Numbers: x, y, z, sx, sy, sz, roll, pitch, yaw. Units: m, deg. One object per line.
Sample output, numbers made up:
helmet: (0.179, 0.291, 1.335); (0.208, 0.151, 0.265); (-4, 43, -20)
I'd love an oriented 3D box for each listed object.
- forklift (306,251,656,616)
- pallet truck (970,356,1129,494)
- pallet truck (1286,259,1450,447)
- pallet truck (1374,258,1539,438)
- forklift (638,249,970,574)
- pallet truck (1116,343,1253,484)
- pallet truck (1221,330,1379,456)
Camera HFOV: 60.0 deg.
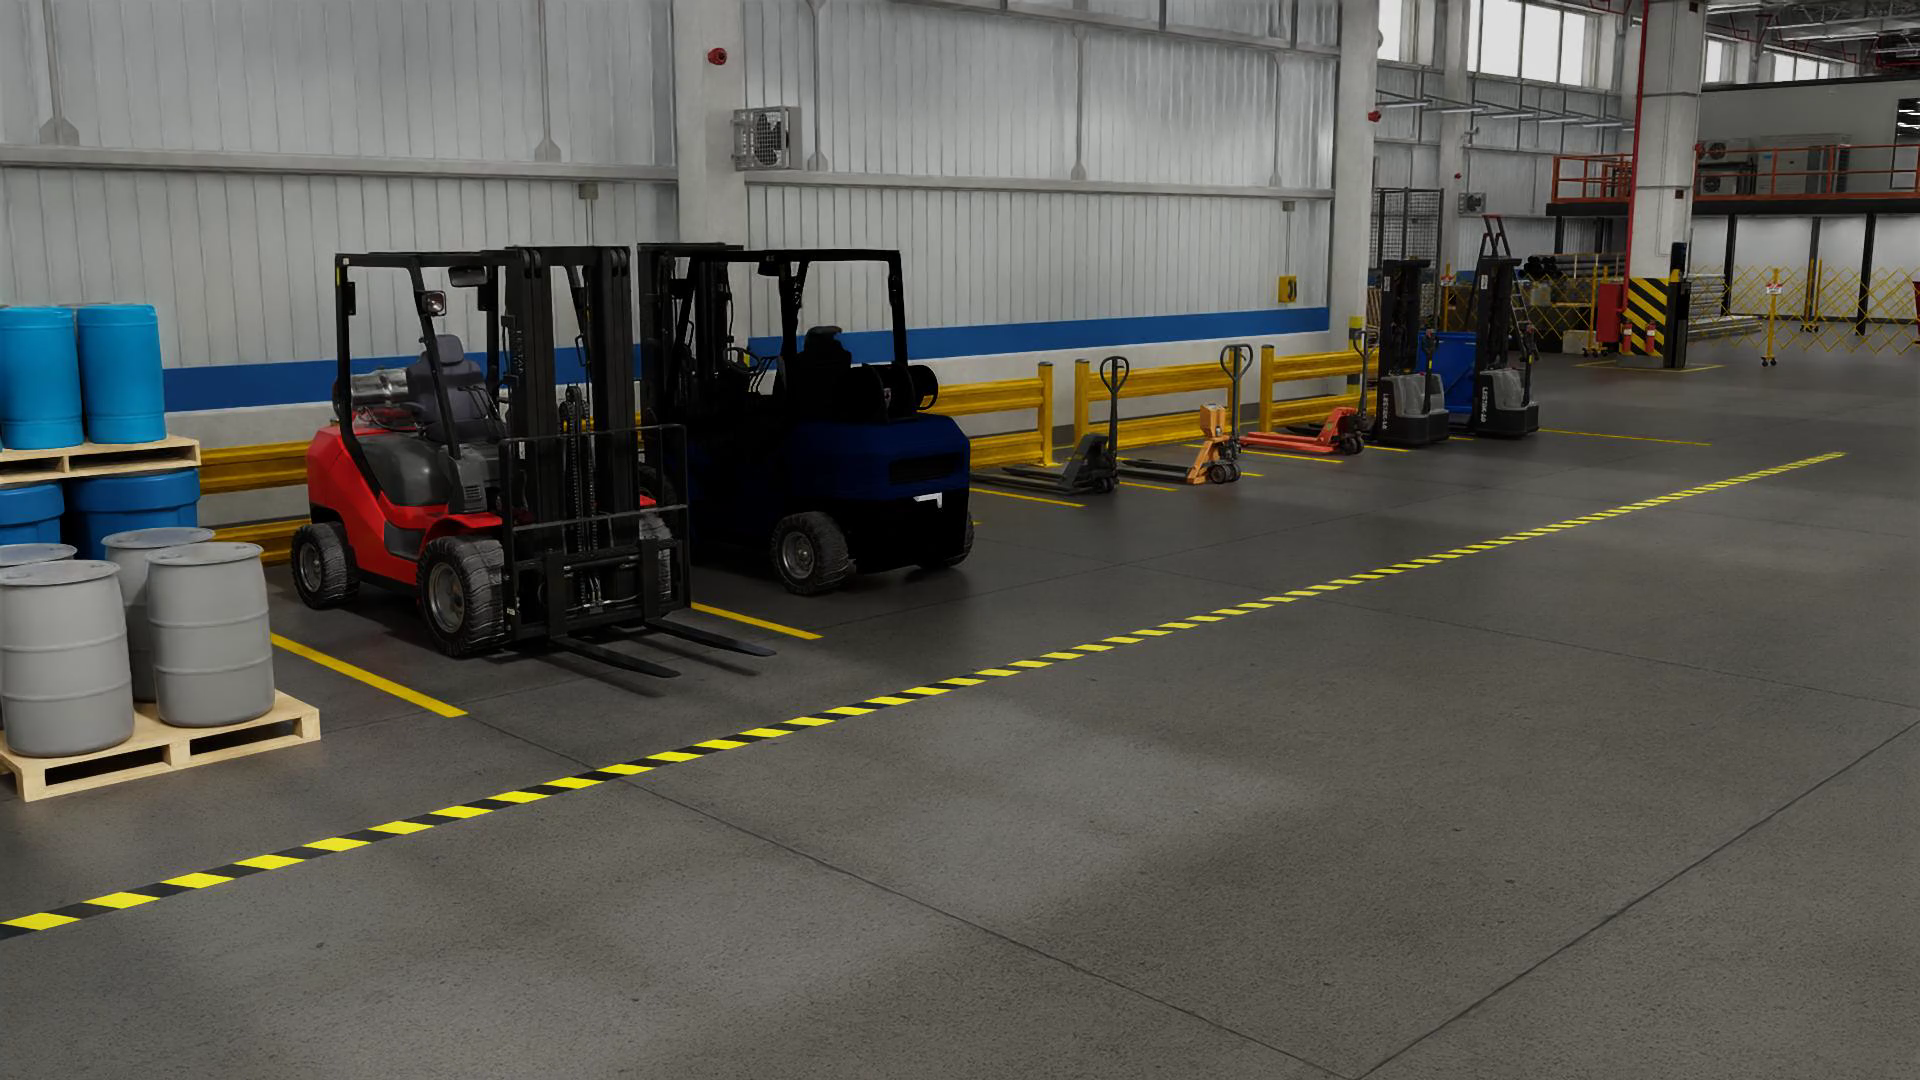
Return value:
forklift: (-2.833, -0.669, 9.694); (1.157, 1.987, 2.680); (-10, 14, -44)
pallet truck: (0.784, -1.085, 14.876); (0.680, 1.201, 1.601); (-10, 14, -44)
pallet truck: (4.493, -2.078, 18.196); (0.823, 1.965, 1.885); (-9, 14, -40)
pallet truck: (5.704, -2.208, 18.901); (1.885, 1.965, 0.823); (10, 14, 43)
forklift: (-1.173, -0.958, 11.239); (2.680, 1.987, 1.157); (10, 14, 43)
pallet truck: (1.962, -1.215, 15.415); (1.522, 1.261, 0.704); (10, 14, 43)
pallet truck: (3.563, -1.581, 17.381); (0.653, 1.274, 1.630); (-10, 14, -44)
